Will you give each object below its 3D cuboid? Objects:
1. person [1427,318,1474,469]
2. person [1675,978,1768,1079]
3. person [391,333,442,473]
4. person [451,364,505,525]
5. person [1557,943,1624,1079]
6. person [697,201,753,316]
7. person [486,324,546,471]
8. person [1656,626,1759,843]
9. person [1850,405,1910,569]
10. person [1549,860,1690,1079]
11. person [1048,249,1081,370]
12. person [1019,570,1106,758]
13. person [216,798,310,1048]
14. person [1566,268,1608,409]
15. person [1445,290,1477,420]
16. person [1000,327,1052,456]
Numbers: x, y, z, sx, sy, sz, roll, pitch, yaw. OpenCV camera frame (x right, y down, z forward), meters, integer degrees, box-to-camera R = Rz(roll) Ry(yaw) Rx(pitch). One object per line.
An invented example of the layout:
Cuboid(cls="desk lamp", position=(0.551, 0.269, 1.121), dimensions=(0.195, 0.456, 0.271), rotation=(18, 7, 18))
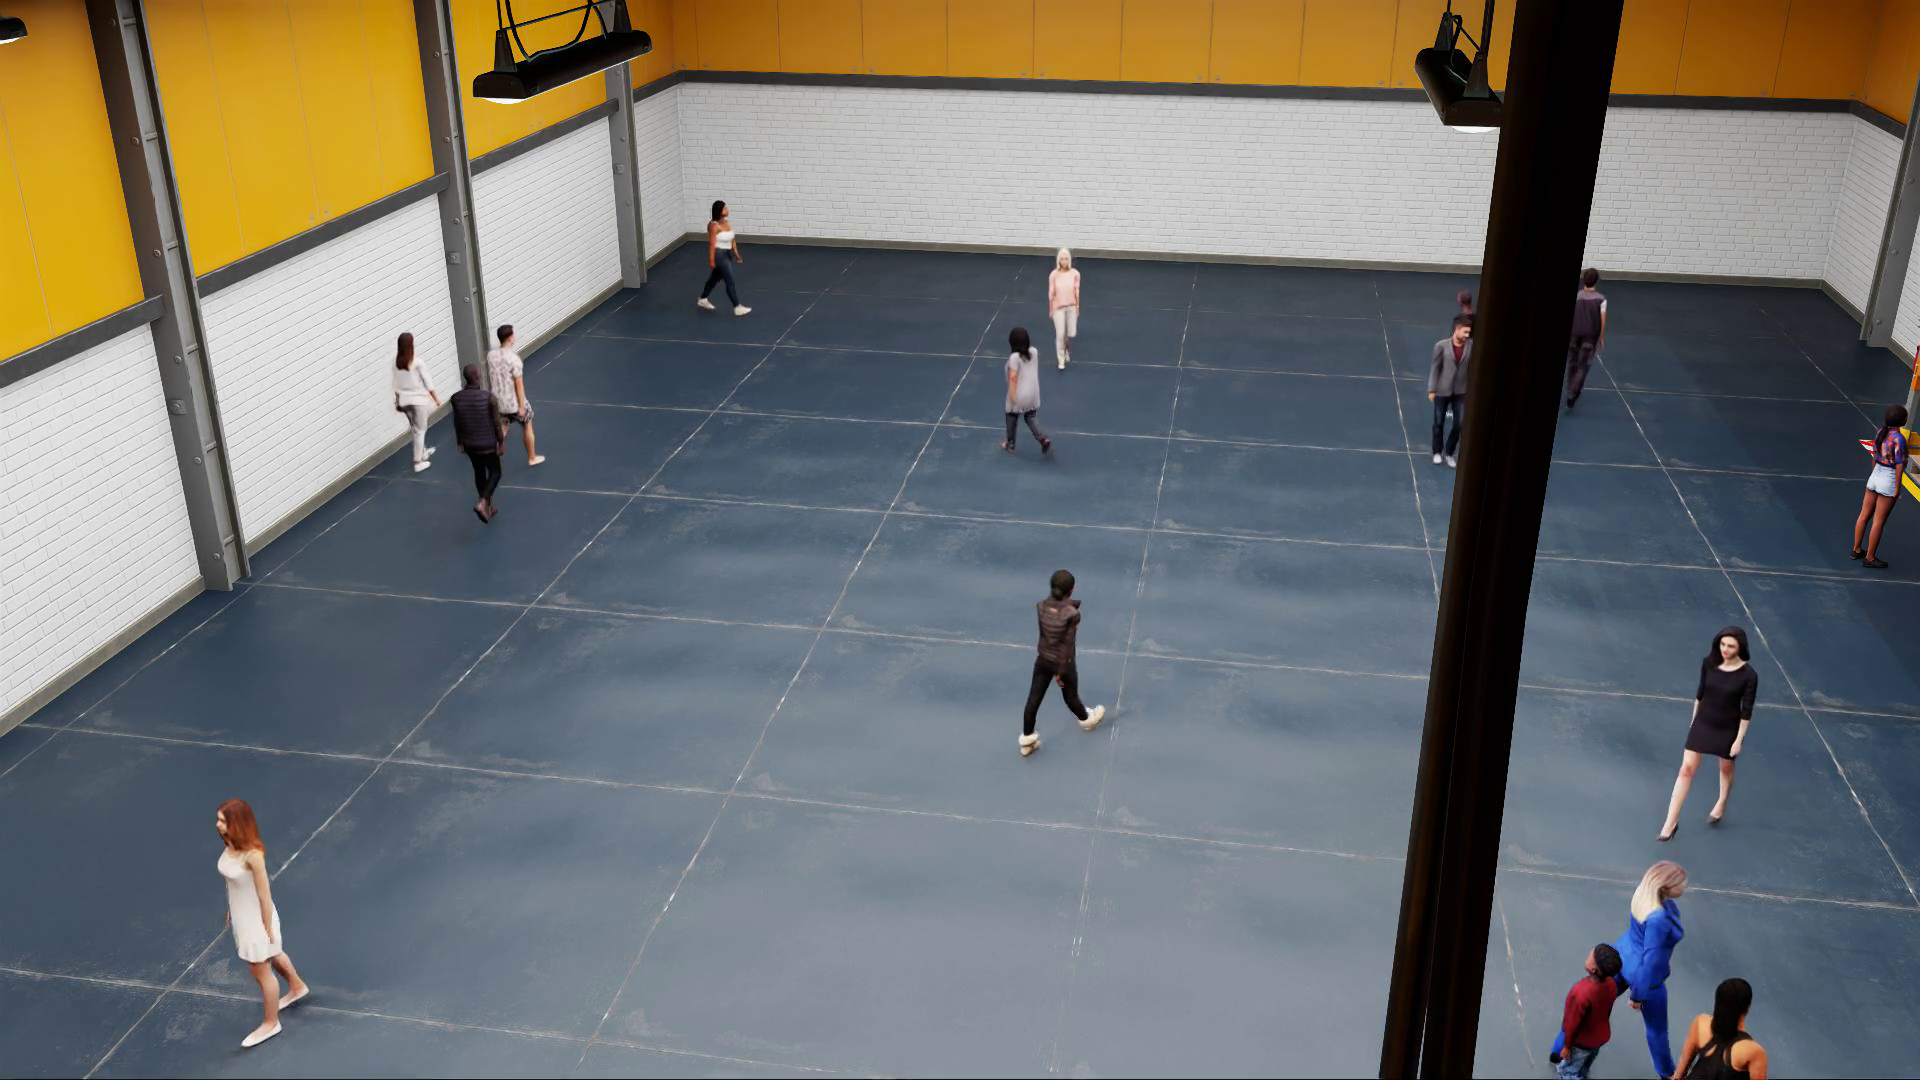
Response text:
Cuboid(cls="person", position=(5.870, -1.805, 19.949), dimensions=(0.742, 1.849, 0.712), rotation=(3, 24, 6))
Cuboid(cls="person", position=(4.020, 3.090, 8.989), dimensions=(0.851, 1.659, 0.795), rotation=(-15, 28, -30))
Cuboid(cls="person", position=(-6.501, -1.612, 19.733), dimensions=(0.669, 1.669, 0.857), rotation=(7, 25, 15))
Cuboid(cls="person", position=(-5.274, -1.014, 18.177), dimensions=(0.724, 1.821, 0.944), rotation=(2, 24, 6))
Cuboid(cls="person", position=(3.747, 2.949, 9.827), dimensions=(0.721, 1.246, 0.775), rotation=(-17, 29, -34))
Cuboid(cls="person", position=(-3.817, -4.389, 25.960), dimensions=(0.768, 1.769, 1.162), rotation=(7, 25, 16))
Cuboid(cls="person", position=(-5.377, -1.635, 19.626), dimensions=(0.858, 1.796, 1.150), rotation=(10, 26, 23))
Cuboid(cls="person", position=(5.789, 1.459, 12.600), dimensions=(1.175, 1.755, 1.060), rotation=(-19, 30, -36))
Cuboid(cls="person", position=(9.581, -0.576, 17.273), dimensions=(0.710, 1.741, 0.564), rotation=(-4, 24, -8))
Cuboid(cls="person", position=(3.991, 2.629, 10.053), dimensions=(0.856, 1.651, 1.070), rotation=(0, 24, 1))
Cuboid(cls="person", position=(1.467, -3.285, 23.505), dimensions=(0.680, 1.714, 0.727), rotation=(-2, 24, -4))
Cuboid(cls="person", position=(0.856, 0.976, 13.863), dimensions=(1.168, 1.630, 0.912), rotation=(5, 24, 12))
Cuboid(cls="person", position=(-4.457, 2.360, 10.597), dimensions=(0.874, 1.709, 0.784), rotation=(-22, 32, -40))
Cuboid(cls="person", position=(8.184, -2.622, 21.861), dimensions=(0.967, 1.815, 1.259), rotation=(15, 28, 30))
Cuboid(cls="person", position=(6.461, -2.302, 21.235), dimensions=(0.749, 1.731, 0.783), rotation=(-8, 25, -17))
Cuboid(cls="person", position=(0.817, -1.792, 20.248), dimensions=(0.989, 1.587, 1.025), rotation=(-19, 30, -36))
